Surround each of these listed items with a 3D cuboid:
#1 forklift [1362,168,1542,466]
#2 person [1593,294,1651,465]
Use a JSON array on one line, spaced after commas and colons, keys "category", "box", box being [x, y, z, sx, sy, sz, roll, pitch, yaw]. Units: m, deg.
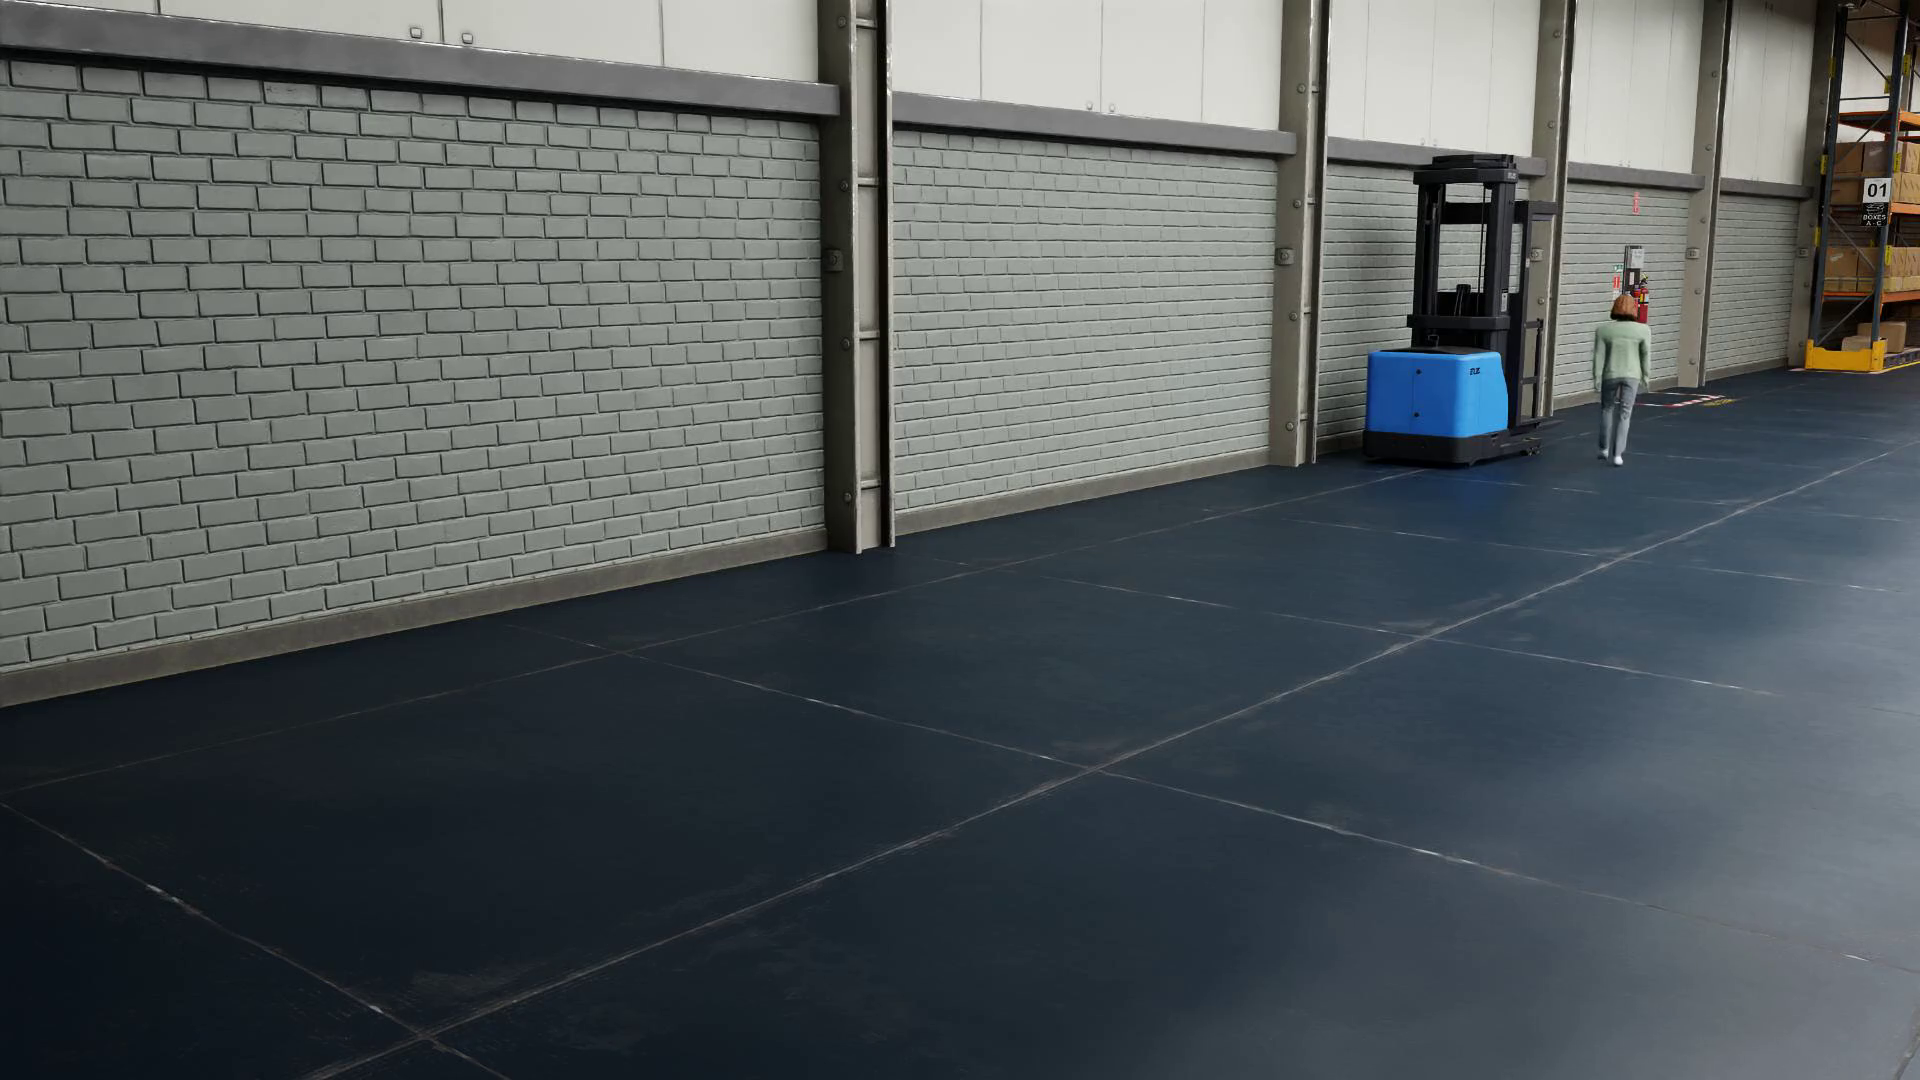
[{"category": "forklift", "box": [4.875, -2.212, 16.287, 1.129, 2.768, 1.873, 8, 13, 40]}, {"category": "person", "box": [6.351, -1.540, 15.966, 0.508, 1.610, 0.700, 5, 11, 26]}]
